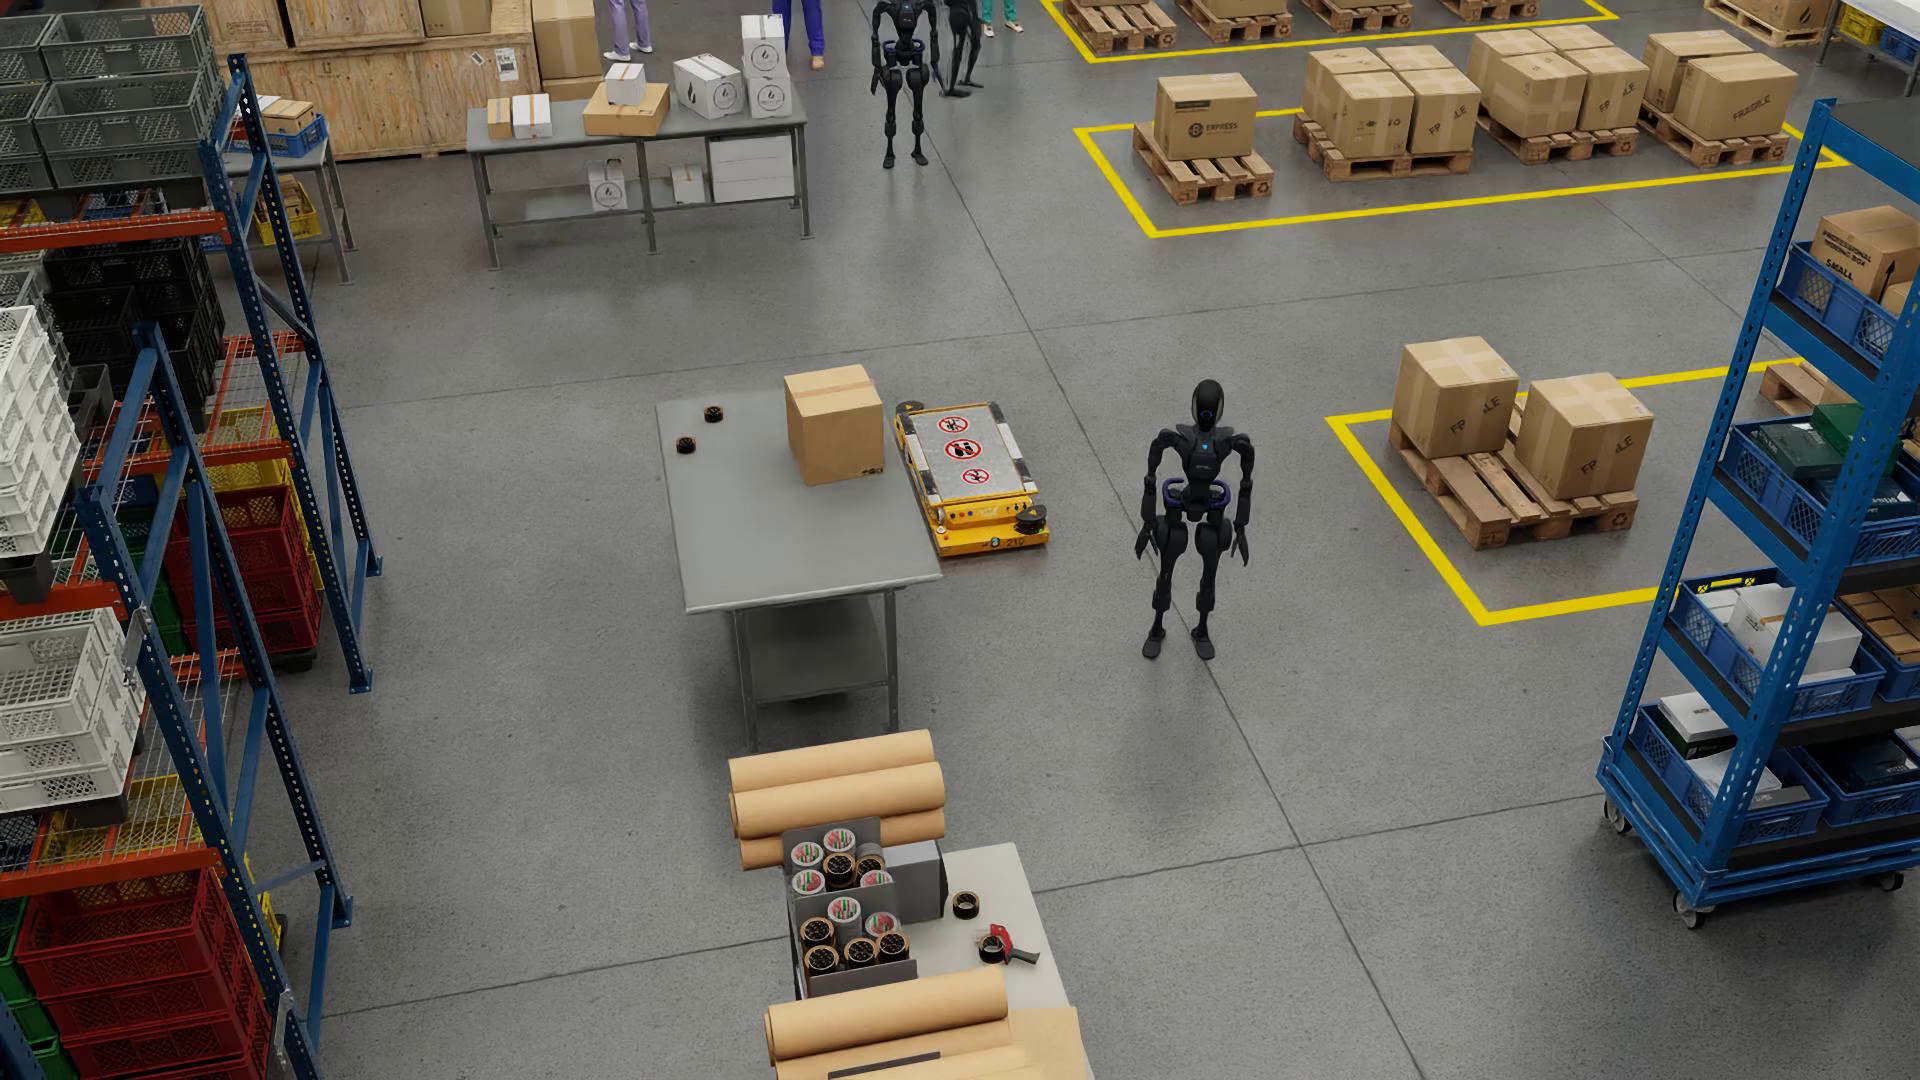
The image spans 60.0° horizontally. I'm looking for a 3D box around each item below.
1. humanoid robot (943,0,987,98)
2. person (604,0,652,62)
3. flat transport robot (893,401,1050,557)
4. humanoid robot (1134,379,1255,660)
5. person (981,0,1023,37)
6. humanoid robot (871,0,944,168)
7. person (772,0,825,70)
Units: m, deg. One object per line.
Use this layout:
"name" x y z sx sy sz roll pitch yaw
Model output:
"humanoid robot" 0.058 -4.748 14.756 0.499 1.645 0.642 0 37 0
"person" -3.216 -5.449 15.501 0.405 1.918 0.582 25 43 30
"flat transport robot" 0.046 -0.430 10.108 0.652 0.197 1.431 -8 37 -10
"humanoid robot" 1.191 -0.079 8.468 0.586 1.657 0.331 2 37 2
"person" 0.421 -5.772 16.058 0.528 1.767 0.319 -15 39 -19
"humanoid robot" -0.436 -3.846 13.531 0.599 1.657 0.325 -7 37 -9
"person" -1.515 -5.315 15.215 0.679 2.000 0.538 1 37 2
